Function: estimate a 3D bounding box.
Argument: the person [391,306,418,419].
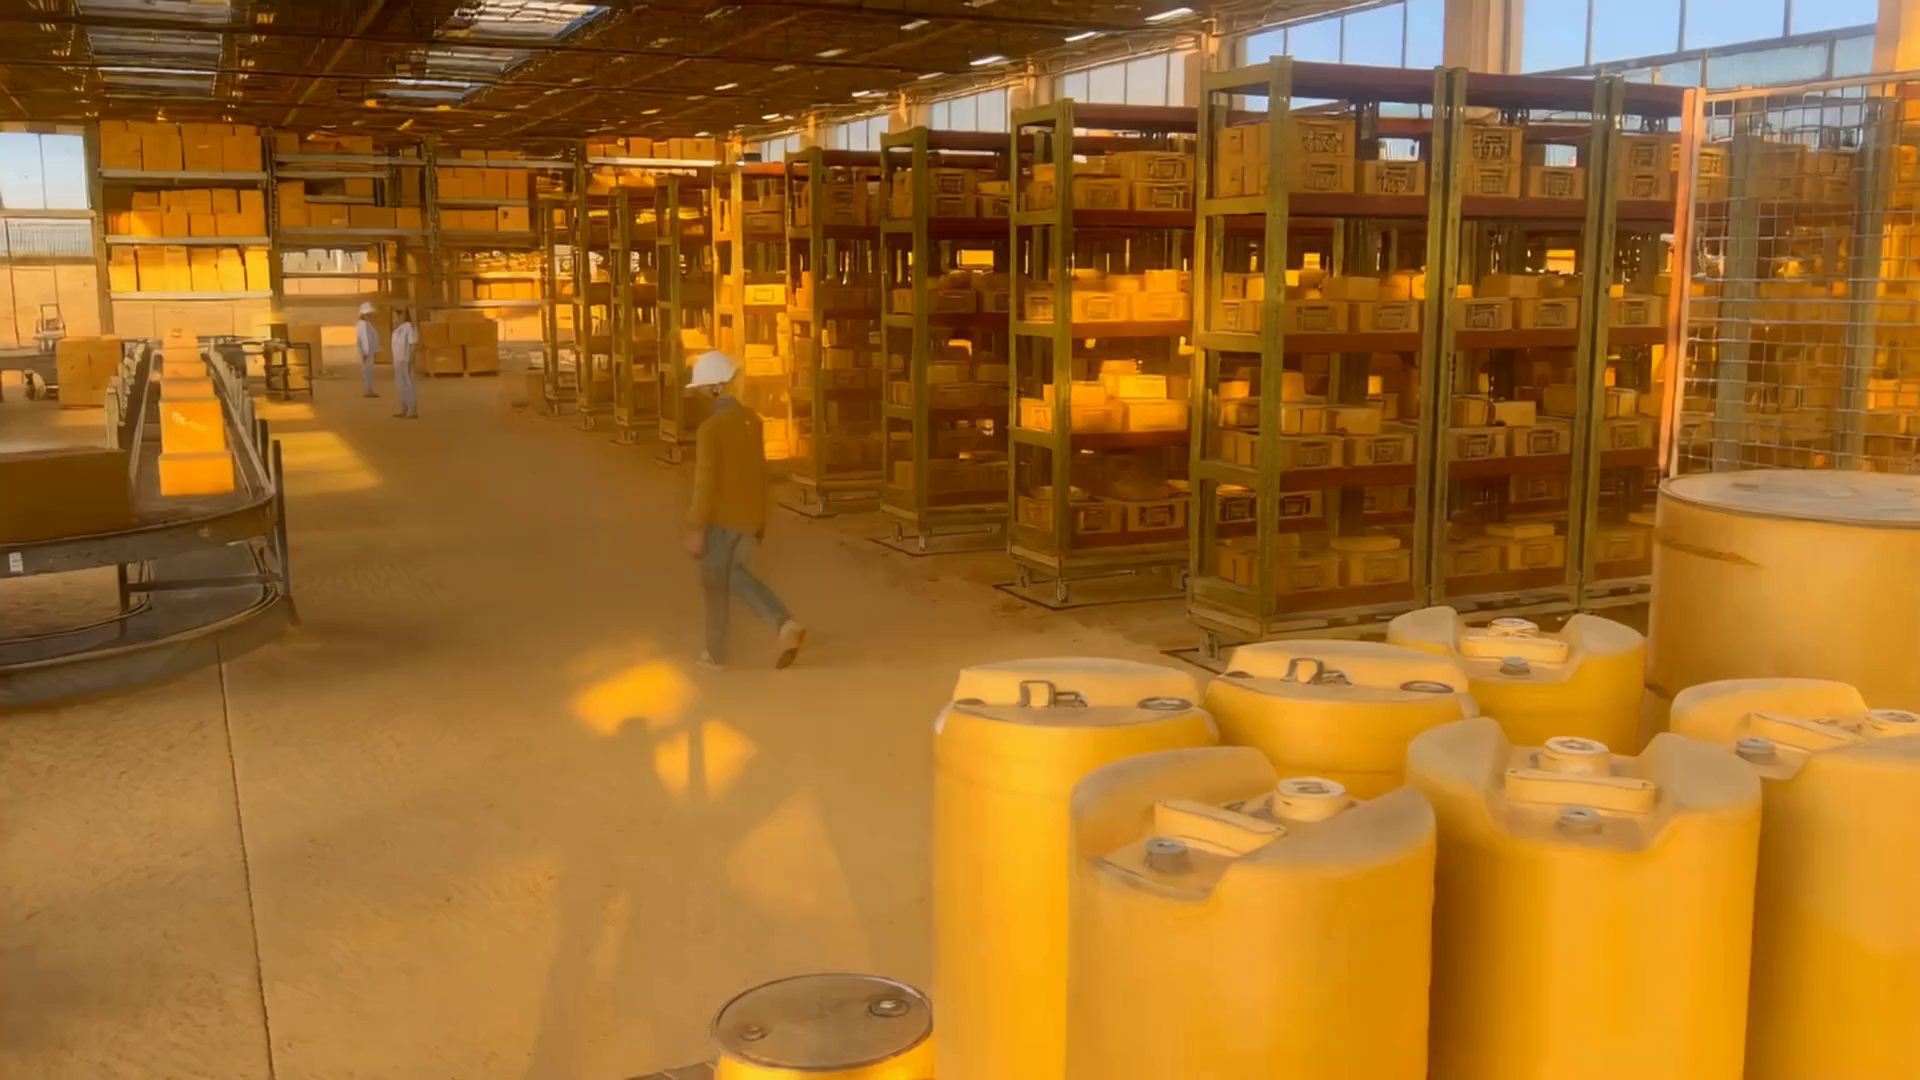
[{"bbox_3d":[-9.153,-2.920,27.400,0.566,1.846,0.389,8,12,42],"label":"person"}]

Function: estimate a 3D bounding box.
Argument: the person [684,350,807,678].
[{"bbox_3d":[-1.306,-0.131,9.739,0.735,1.966,0.640,4,10,25],"label":"person"}]

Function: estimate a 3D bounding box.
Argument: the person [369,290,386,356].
[{"bbox_3d":[-16.763,-6.217,47.694,0.405,1.902,0.636,4,10,22],"label":"person"}]

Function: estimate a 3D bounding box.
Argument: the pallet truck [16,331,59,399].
[{"bbox_3d":[-17.082,-3.353,31.781,1.630,1.274,0.653,-4,10,-25],"label":"pallet truck"}]

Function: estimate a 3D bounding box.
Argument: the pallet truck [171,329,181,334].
[{"bbox_3d":[-17.275,-3.851,35.096,1.601,1.201,0.680,0,9,1],"label":"pallet truck"}]

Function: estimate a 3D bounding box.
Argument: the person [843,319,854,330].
[{"bbox_3d":[-2.686,-4.636,37.862,0.651,1.907,0.409,-8,12,-41],"label":"person"}]

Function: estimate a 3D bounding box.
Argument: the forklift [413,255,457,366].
[{"bbox_3d":[-12.731,-5.556,40.560,1.129,2.768,1.873,-4,10,-25],"label":"forklift"}]

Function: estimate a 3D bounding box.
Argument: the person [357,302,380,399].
[{"bbox_3d":[-11.281,-3.612,31.726,0.403,1.837,0.588,-3,10,-16],"label":"person"}]

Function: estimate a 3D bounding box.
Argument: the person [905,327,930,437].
[{"bbox_3d":[-0.415,-1.851,20.974,0.942,1.787,0.617,-5,11,-30],"label":"person"}]
